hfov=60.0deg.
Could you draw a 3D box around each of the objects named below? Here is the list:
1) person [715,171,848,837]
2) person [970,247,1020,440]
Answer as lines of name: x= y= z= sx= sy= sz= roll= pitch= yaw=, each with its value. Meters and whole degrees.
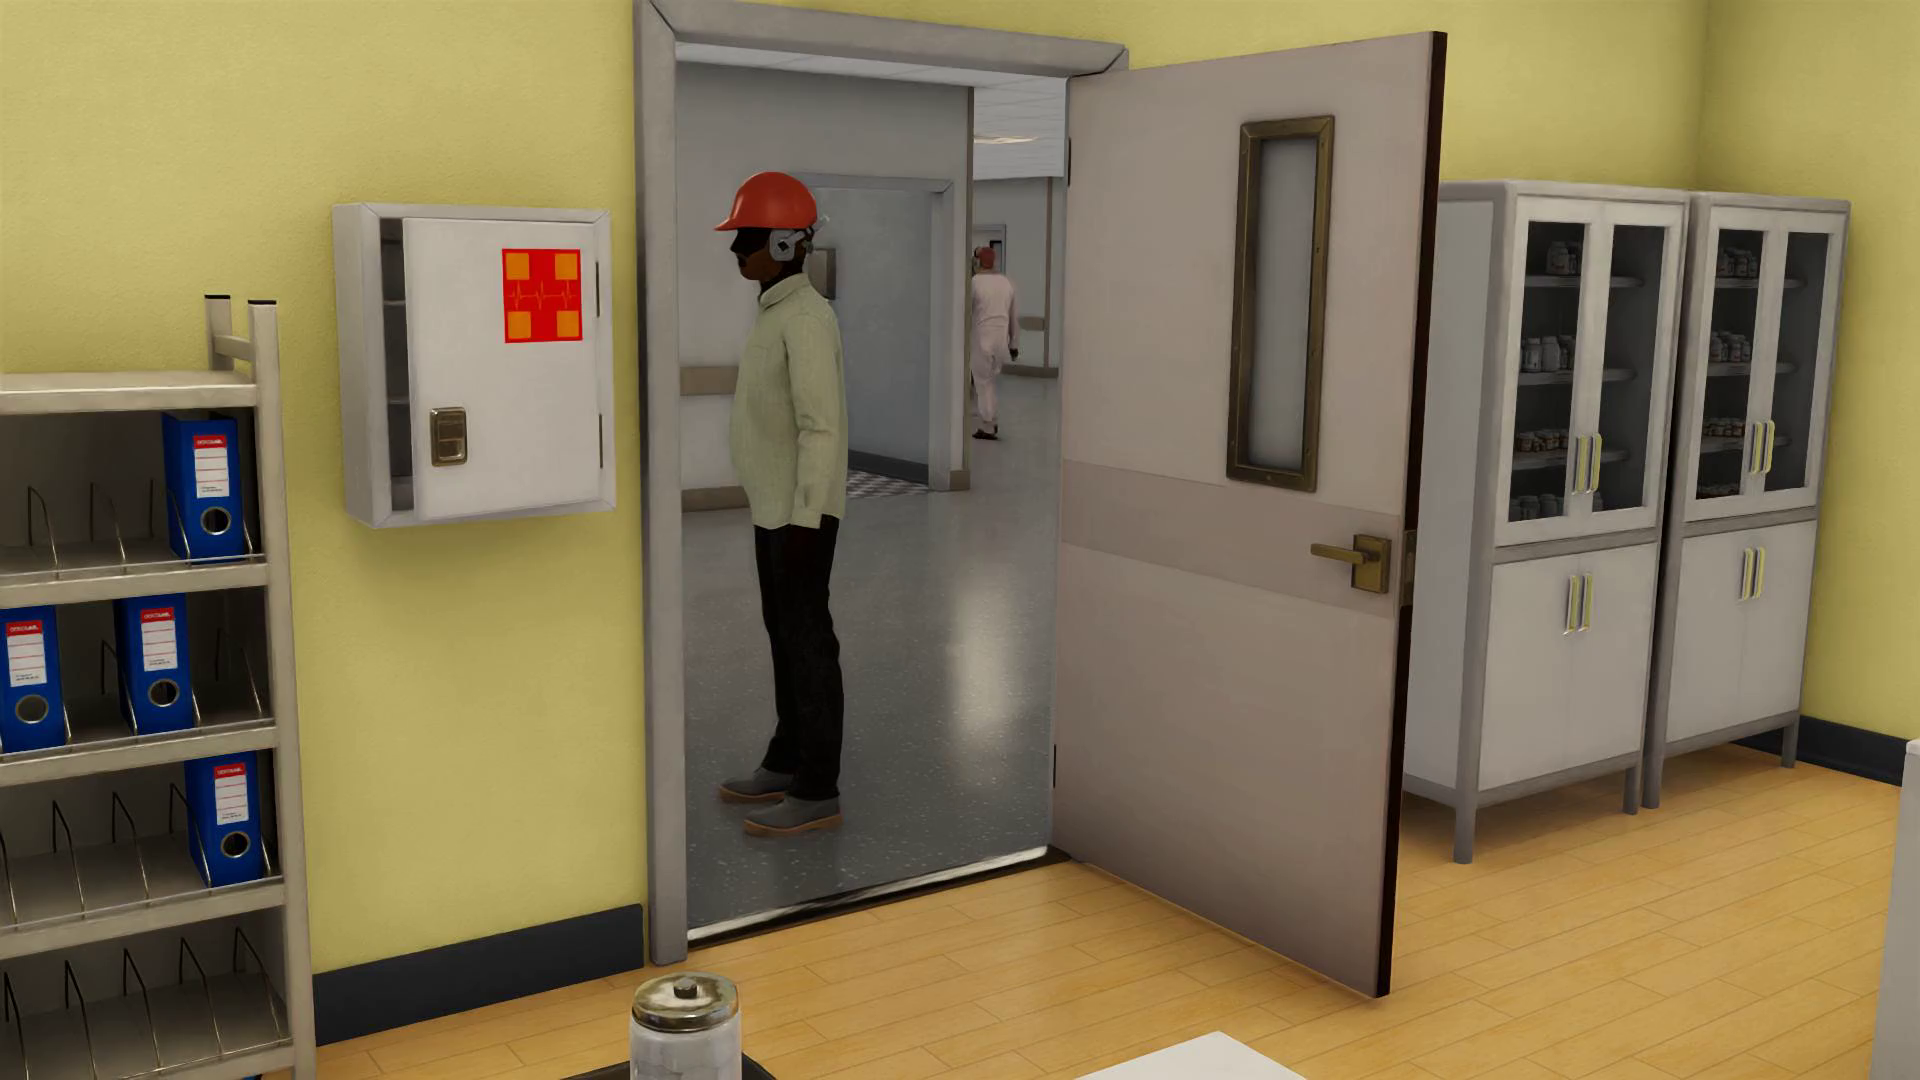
person: x=-0.538 y=-0.102 z=5.060 sx=0.393 sy=1.995 sz=0.612 roll=-2 pitch=10 yaw=-17
person: x=0.220 y=-1.942 z=16.464 sx=0.680 sy=1.883 sz=0.633 roll=-8 pitch=13 yaw=-41
